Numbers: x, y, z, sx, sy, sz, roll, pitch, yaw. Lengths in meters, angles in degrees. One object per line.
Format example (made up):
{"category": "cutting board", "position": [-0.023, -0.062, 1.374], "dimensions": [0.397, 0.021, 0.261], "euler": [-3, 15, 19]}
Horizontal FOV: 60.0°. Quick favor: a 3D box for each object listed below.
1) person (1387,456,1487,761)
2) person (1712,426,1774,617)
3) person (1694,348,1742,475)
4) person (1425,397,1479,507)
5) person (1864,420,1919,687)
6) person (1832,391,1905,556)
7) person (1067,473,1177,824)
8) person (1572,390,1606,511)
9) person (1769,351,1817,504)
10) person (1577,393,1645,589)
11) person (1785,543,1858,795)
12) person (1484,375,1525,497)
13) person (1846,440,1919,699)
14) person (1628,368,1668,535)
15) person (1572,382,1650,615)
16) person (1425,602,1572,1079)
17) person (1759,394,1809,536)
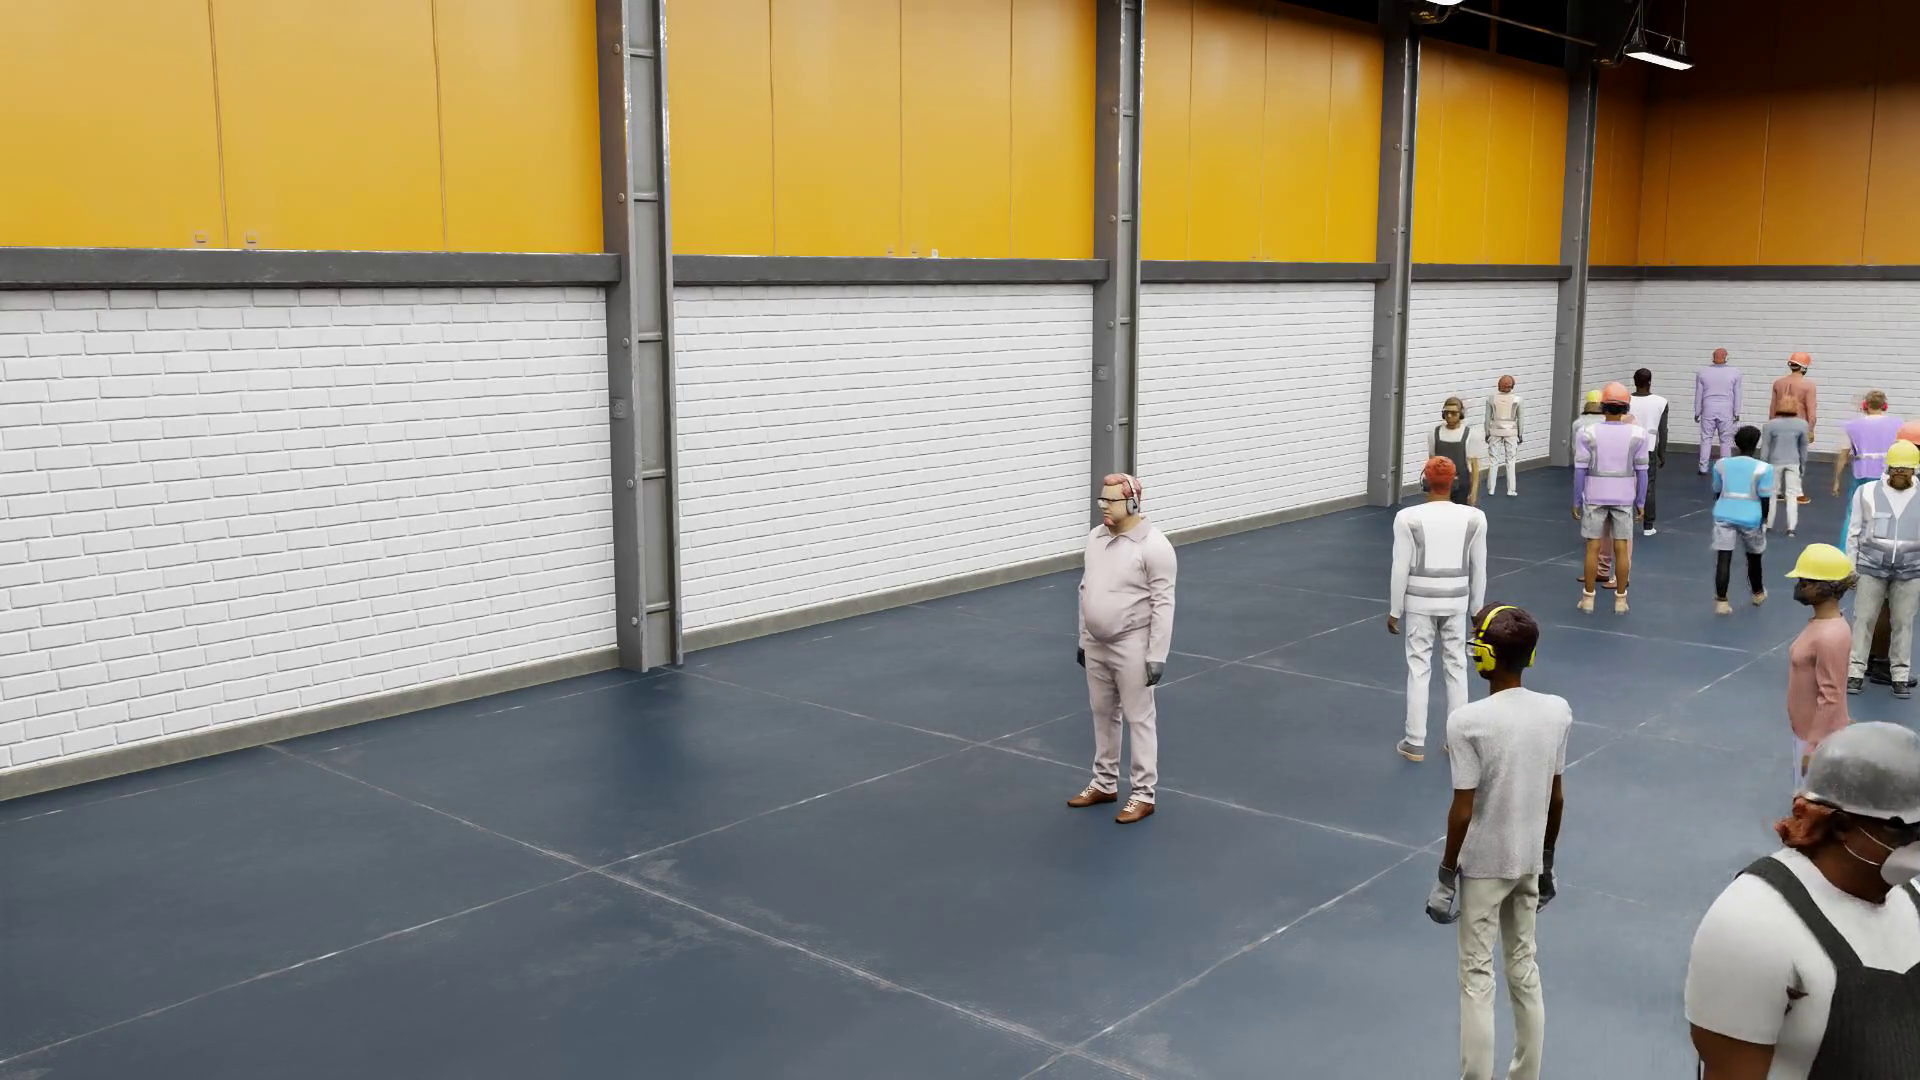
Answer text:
{"category": "person", "position": [2.921, 0.422, 10.199], "dimensions": [0.583, 1.882, 0.337], "euler": [0, 9, 0]}
{"category": "person", "position": [6.913, -0.181, 14.666], "dimensions": [0.538, 1.655, 0.867], "euler": [8, 12, 41]}
{"category": "person", "position": [11.249, -1.896, 24.701], "dimensions": [0.639, 1.904, 0.407], "euler": [5, 10, 28]}
{"category": "person", "position": [4.846, -0.517, 16.371], "dimensions": [0.523, 1.804, 0.951], "euler": [5, 10, 27]}
{"category": "person", "position": [6.863, 0.091, 12.116], "dimensions": [0.377, 1.932, 0.552], "euler": [3, 9, 17]}
{"category": "person", "position": [9.257, -0.586, 16.782], "dimensions": [0.789, 1.810, 0.529], "euler": [5, 10, 28]}
{"category": "person", "position": [0.867, 0.582, 9.122], "dimensions": [0.409, 1.907, 0.651], "euler": [-7, 12, -39]}
{"category": "person", "position": [7.043, -0.810, 18.507], "dimensions": [0.481, 1.697, 0.799], "euler": [2, 9, 13]}
{"category": "person", "position": [10.907, -1.475, 21.758], "dimensions": [0.396, 1.993, 0.617], "euler": [-5, 10, -29]}
{"category": "person", "position": [6.221, -0.494, 15.874], "dimensions": [0.406, 1.911, 0.636], "euler": [-2, 9, -14]}
{"category": "person", "position": [3.895, 0.893, 7.611], "dimensions": [0.316, 1.769, 0.525], "euler": [3, 10, 21]}
{"category": "person", "position": [7.324, -1.398, 22.399], "dimensions": [0.518, 1.638, 0.307], "euler": [4, 10, 25]}
{"category": "person", "position": [6.576, 0.205, 11.744], "dimensions": [0.588, 1.827, 0.403], "euler": [4, 10, 25]}
{"category": "person", "position": [7.786, -1.005, 19.071], "dimensions": [0.587, 1.915, 0.393], "euler": [4, 10, 22]}
{"category": "person", "position": [5.701, -0.361, 14.613], "dimensions": [0.615, 2.043, 0.373], "euler": [3, 9, 16]}
{"category": "person", "position": [1.847, 1.139, 5.754], "dimensions": [0.515, 1.868, 0.328], "euler": [-4, 10, -24]}
{"category": "person", "position": [9.433, -0.859, 19.079], "dimensions": [0.501, 1.639, 0.332], "euler": [2, 9, 12]}
